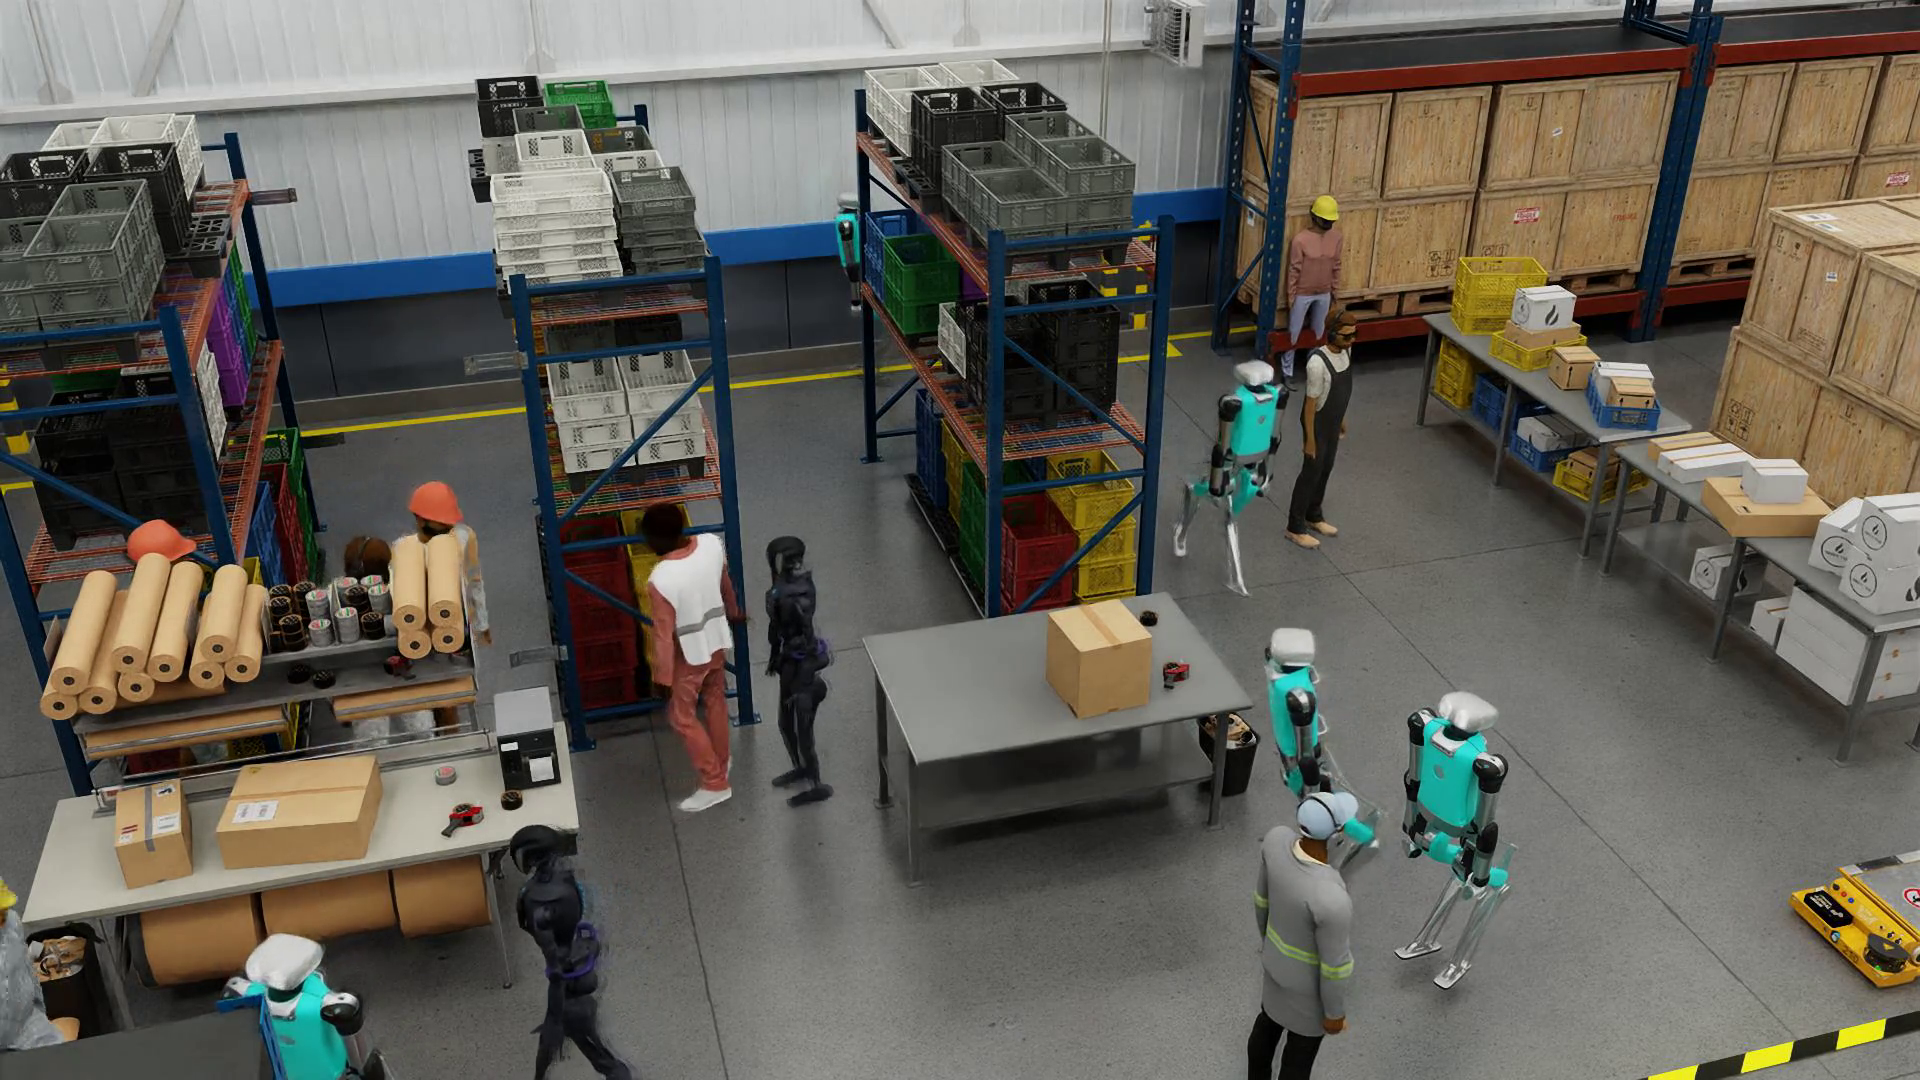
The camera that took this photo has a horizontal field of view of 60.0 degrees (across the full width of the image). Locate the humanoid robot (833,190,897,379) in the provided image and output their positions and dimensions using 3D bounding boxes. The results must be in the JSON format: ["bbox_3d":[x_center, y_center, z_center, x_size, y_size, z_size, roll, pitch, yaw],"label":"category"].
[{"bbox_3d":[-0.722,-2.231,14.556,0.735,1.677,0.533,-1,29,-1],"label":"humanoid robot"}]

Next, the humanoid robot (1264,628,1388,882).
[{"bbox_3d":[1.880,1.257,8.441,0.789,1.849,0.542,-3,29,-5],"label":"humanoid robot"}]

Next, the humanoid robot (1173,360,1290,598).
[{"bbox_3d":[1.791,-0.542,11.647,0.536,1.765,0.976,-14,32,-24],"label":"humanoid robot"}]

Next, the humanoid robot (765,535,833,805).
[{"bbox_3d":[-0.941,0.728,9.382,0.362,1.658,0.590,-15,32,-25],"label":"humanoid robot"}]

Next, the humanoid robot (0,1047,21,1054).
[{"bbox_3d":[-3.345,2.504,6.132,0.611,1.647,0.313,9,30,16],"label":"humanoid robot"}]

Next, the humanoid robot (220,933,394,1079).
[{"bbox_3d":[-2.463,2.157,6.740,0.547,1.790,0.835,4,29,8],"label":"humanoid robot"}]

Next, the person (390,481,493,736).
[{"bbox_3d":[-3.023,0.477,9.606,0.548,1.902,0.786,-25,38,-38],"label":"person"}]

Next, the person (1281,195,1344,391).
[{"bbox_3d":[3.093,-2.157,14.541,0.523,1.761,0.336,-10,30,-17],"label":"person"}]

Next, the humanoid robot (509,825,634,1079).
[{"bbox_3d":[-1.725,1.921,7.266,0.781,1.625,0.608,-4,29,-8],"label":"humanoid robot"}]

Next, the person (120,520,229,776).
[{"bbox_3d":[-4.079,0.813,8.841,0.604,2.045,0.377,26,38,38],"label":"person"}]

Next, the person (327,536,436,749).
[{"bbox_3d":[-3.174,0.772,9.174,0.541,1.803,0.661,17,33,28],"label":"person"}]

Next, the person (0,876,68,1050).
[{"bbox_3d":[-3.874,2.104,6.825,0.777,1.706,0.564,10,30,17],"label":"person"}]

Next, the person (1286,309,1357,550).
[{"bbox_3d":[2.629,-0.808,12.010,0.338,1.838,0.506,21,35,33],"label":"person"}]

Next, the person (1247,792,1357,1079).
[{"bbox_3d":[1.484,1.842,7.166,0.361,1.852,0.596,-11,31,-20],"label":"person"}]

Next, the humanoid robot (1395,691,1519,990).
[{"bbox_3d":[2.466,1.385,7.974,0.735,1.681,0.533,-17,33,-28],"label":"humanoid robot"}]

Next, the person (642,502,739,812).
[{"bbox_3d":[-1.434,0.604,9.389,0.389,1.897,0.776,18,34,29],"label":"person"}]

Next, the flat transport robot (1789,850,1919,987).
[{"bbox_3d":[5.163,1.916,8.676,1.431,0.231,0.659,-8,30,-14],"label":"flat transport robot"}]
